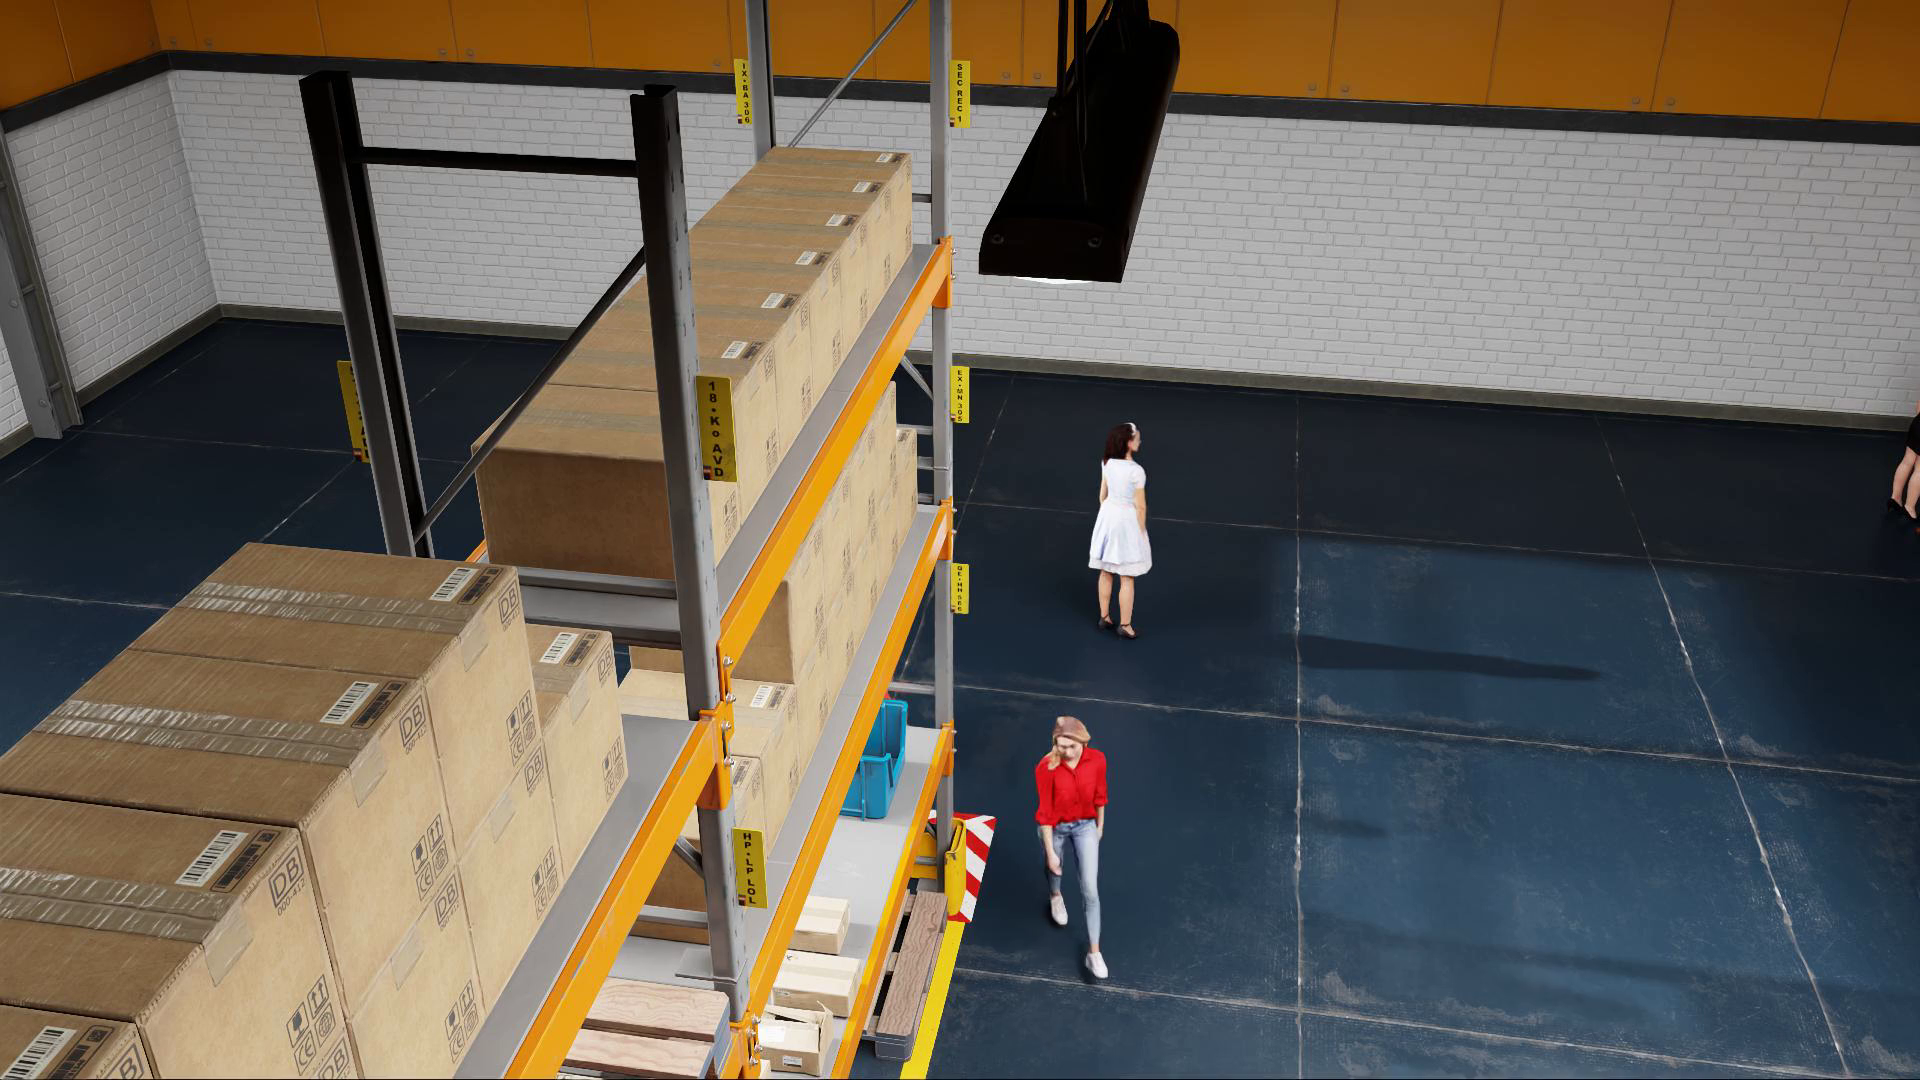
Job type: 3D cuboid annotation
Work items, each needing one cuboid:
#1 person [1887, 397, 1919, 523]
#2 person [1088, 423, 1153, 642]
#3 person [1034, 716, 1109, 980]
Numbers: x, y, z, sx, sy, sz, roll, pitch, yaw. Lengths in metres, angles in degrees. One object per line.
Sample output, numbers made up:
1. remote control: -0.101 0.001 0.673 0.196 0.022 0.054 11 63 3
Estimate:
1. person: 8.555 -0.955 14.702 0.668 1.649 0.531 -3 29 -6
2. person: 1.250 -0.057 12.884 0.900 1.814 0.852 -25 37 -38
3. person: 0.600 1.686 9.861 0.923 1.648 1.174 -7 29 -13
